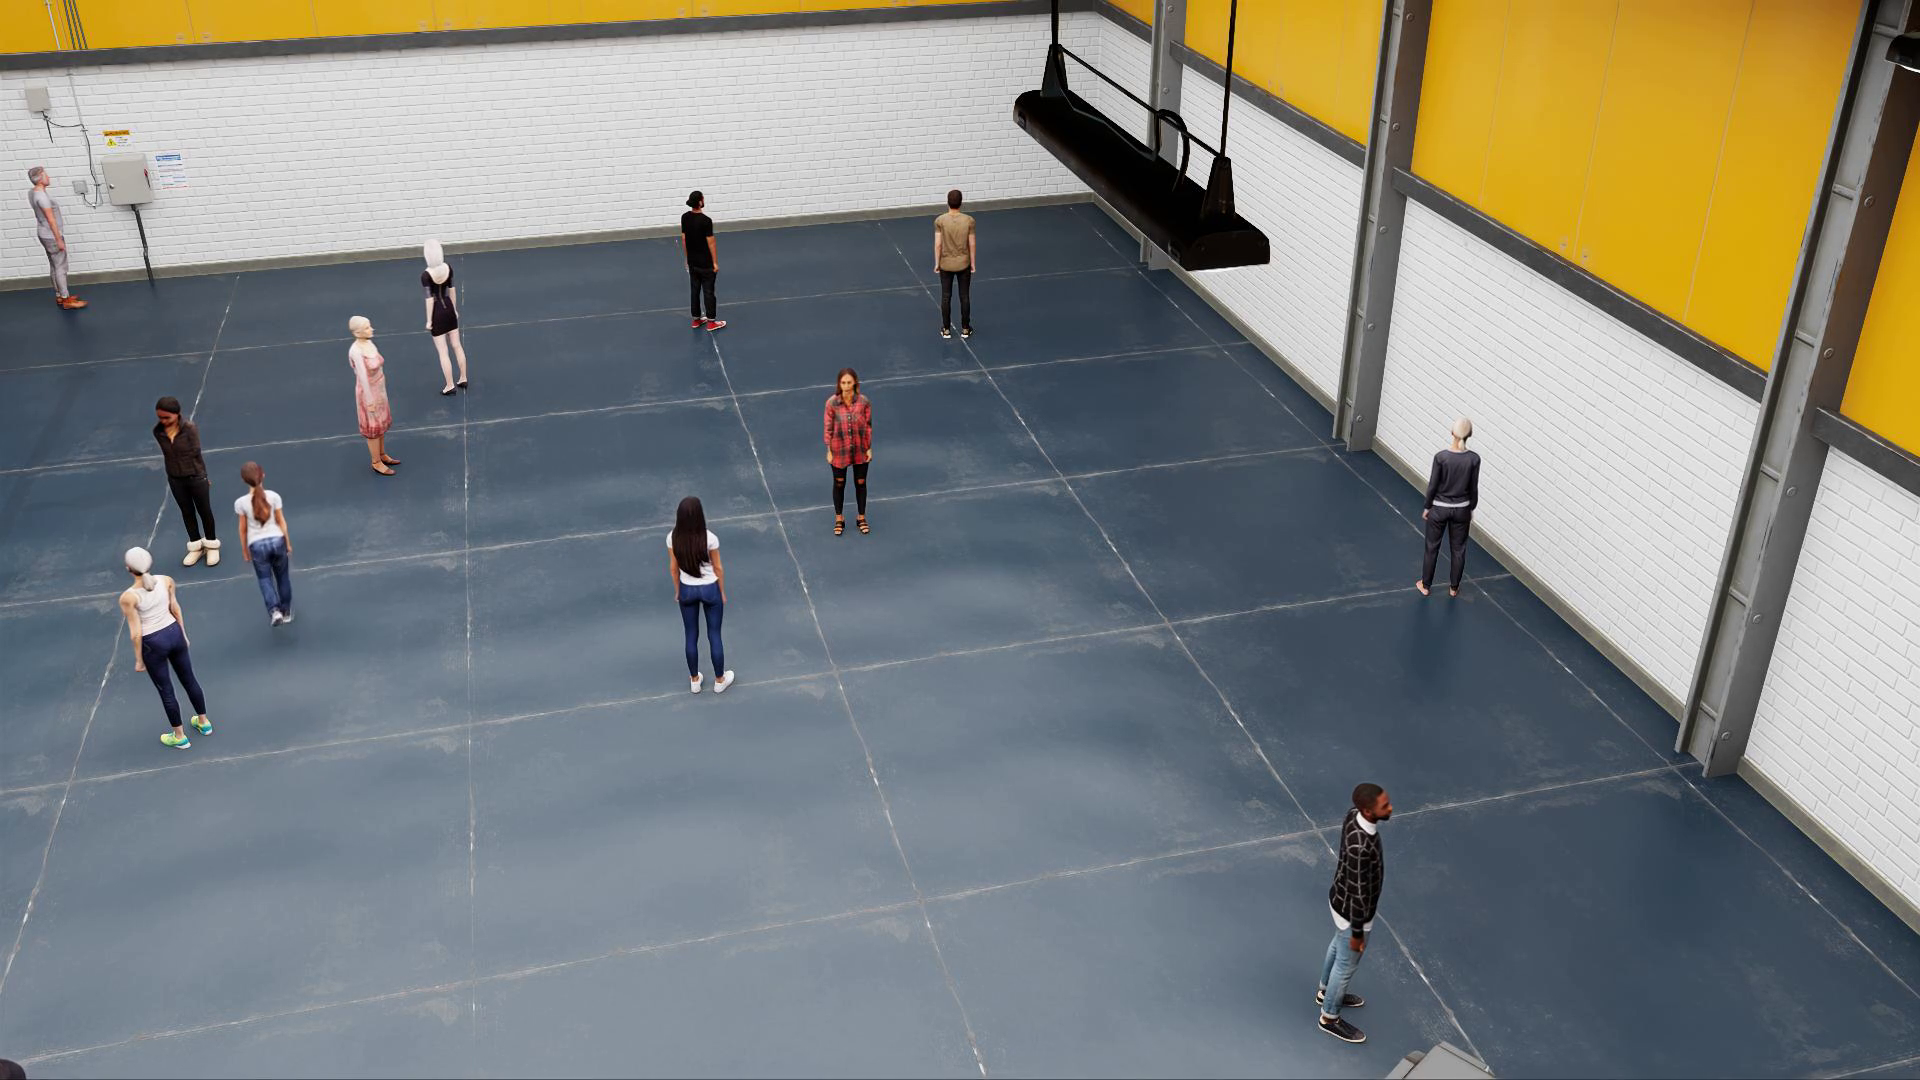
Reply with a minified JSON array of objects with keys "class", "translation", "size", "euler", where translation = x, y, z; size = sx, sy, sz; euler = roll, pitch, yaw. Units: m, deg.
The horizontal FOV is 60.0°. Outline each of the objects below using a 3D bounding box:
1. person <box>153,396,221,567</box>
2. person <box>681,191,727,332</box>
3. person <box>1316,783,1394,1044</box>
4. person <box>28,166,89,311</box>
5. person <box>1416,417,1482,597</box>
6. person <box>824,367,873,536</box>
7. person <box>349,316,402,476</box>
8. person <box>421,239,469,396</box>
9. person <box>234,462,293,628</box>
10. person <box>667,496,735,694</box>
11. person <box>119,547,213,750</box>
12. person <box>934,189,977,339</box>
[{"class":"person","translation":[-7.171,-0.587,15.444],"size":[0.651,1.660,0.603],"euler":[-7,29,-13]},{"class":"person","translation":[-3.214,-3.473,20.634],"size":[0.717,1.758,0.775],"euler":[15,32,25]},{"class":"person","translation":[2.385,2.221,10.131],"size":[0.807,1.821,0.663],"euler":[6,29,10]},{"class":"person","translation":[-11.645,-3.881,21.309],"size":[0.828,1.827,0.670],"euler":[-24,36,-36]},{"class":"person","translation":[4.375,-0.300,14.851],"size":[0.680,1.726,0.642],"euler":[3,29,5]},{"class":"person","translation":[-1.056,-0.855,15.891],"size":[0.635,1.703,0.575],"euler":[-4,29,-8]},{"class":"person","translation":[-6.052,-1.497,17.080],"size":[0.691,1.692,0.563],"euler":[-1,29,-2]},{"class":"person","translation":[-5.857,-2.527,18.825],"size":[0.705,1.830,0.656],"euler":[17,33,28]},{"class":"person","translation":[-5.973,0.076,14.345],"size":[0.618,1.550,0.810],"euler":[-12,31,-21]},{"class":"person","translation":[-2.102,0.445,13.433],"size":[0.657,1.775,0.641],"euler":[4,29,6]},{"class":"person","translation":[-6.145,0.822,12.820],"size":[0.735,1.701,0.682],"euler":[17,33,28]},{"class":"person","translation":[-0.062,-3.386,20.376],"size":[0.717,1.852,0.646],"euler":[-1,29,-1]}]
